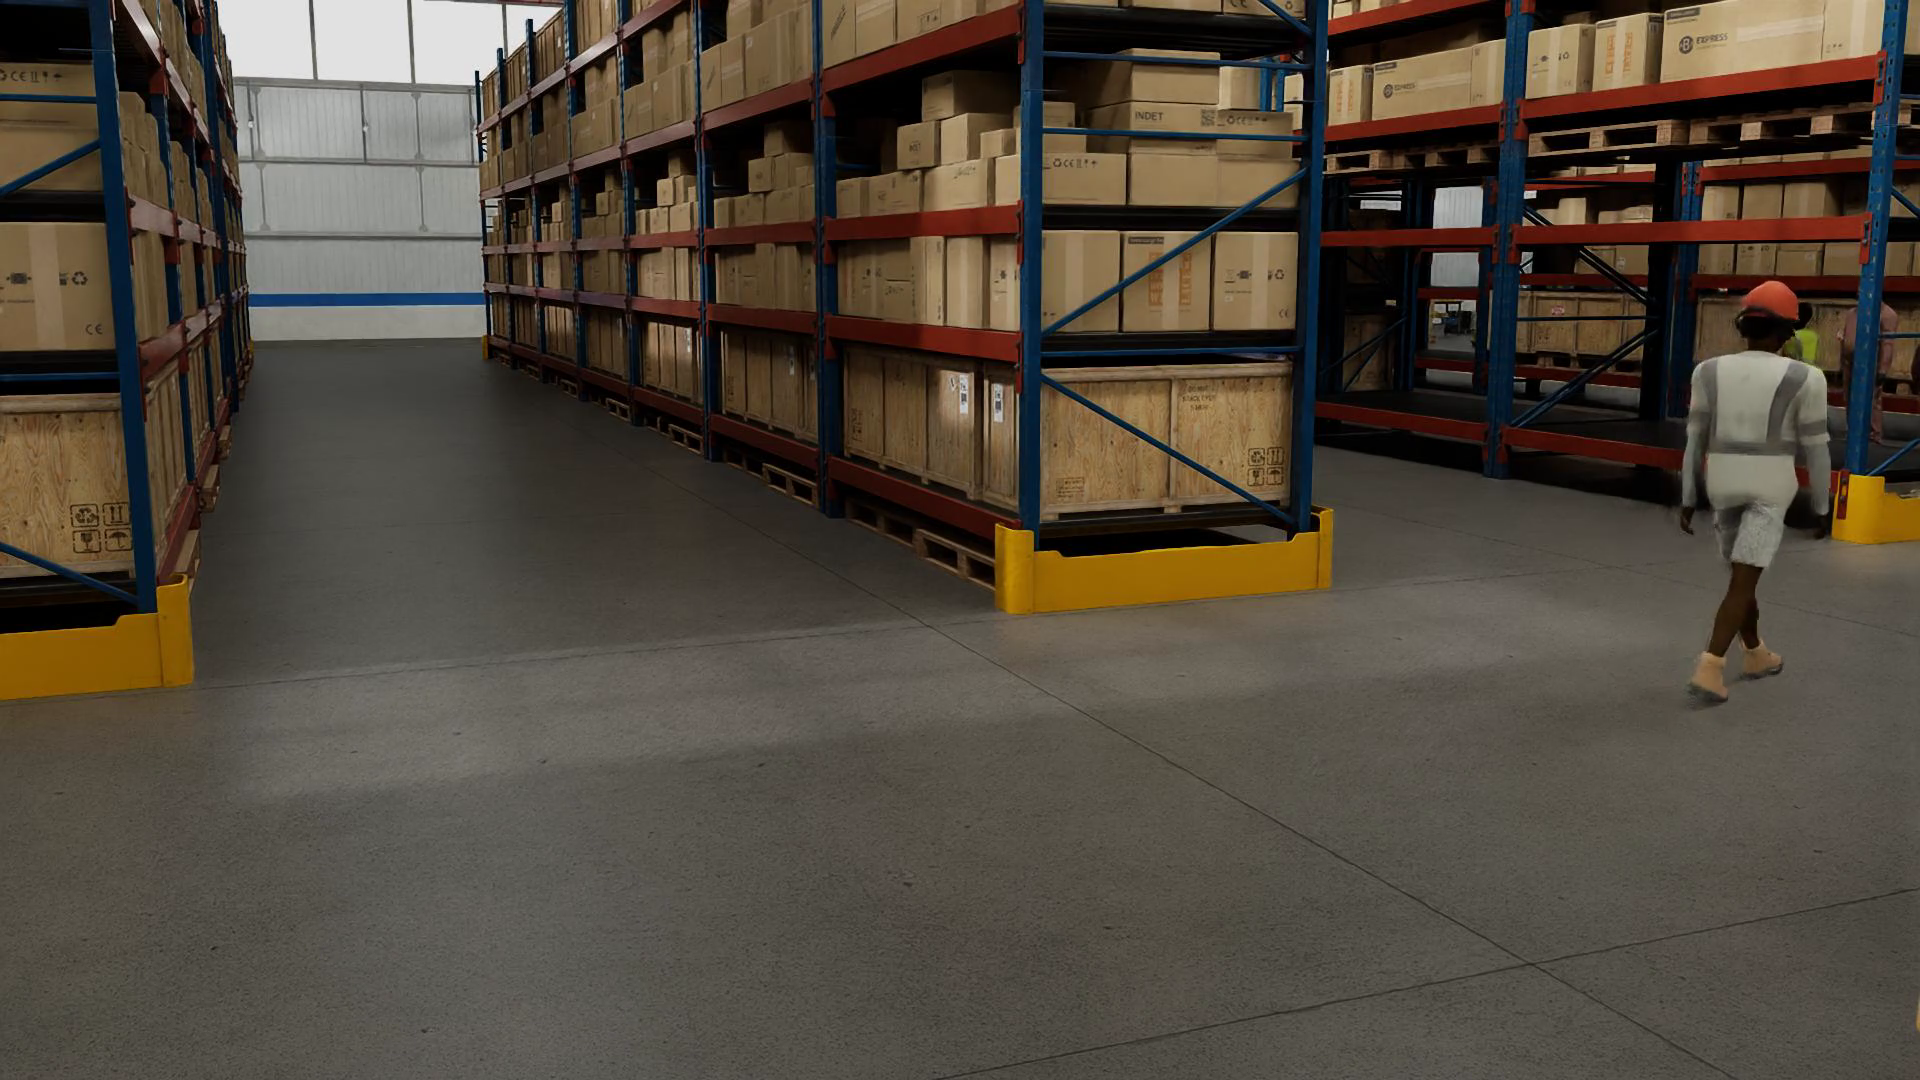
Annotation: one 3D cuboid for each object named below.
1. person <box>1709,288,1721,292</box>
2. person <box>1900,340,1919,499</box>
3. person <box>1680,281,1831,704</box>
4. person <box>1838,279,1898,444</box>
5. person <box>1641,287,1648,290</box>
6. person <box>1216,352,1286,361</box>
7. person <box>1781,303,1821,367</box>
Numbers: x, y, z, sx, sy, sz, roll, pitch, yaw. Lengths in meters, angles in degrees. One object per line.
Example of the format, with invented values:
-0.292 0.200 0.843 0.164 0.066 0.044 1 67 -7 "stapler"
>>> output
11.677 -3.208 25.953 0.558 1.918 0.553 -4 10 -22 "person"
8.508 -1.292 14.512 0.408 1.906 0.653 9 13 42 "person"
3.774 -0.230 7.924 1.066 1.992 0.629 -8 13 -41 "person"
9.771 -1.869 18.013 0.398 1.900 0.635 -3 10 -18 "person"
15.684 -5.193 37.942 1.020 1.898 0.606 1 10 7 "person"
2.676 -1.414 15.329 0.650 1.878 1.062 -1 10 -5 "person"
8.630 -1.616 17.206 0.540 1.647 0.878 -4 10 -24 "person"
